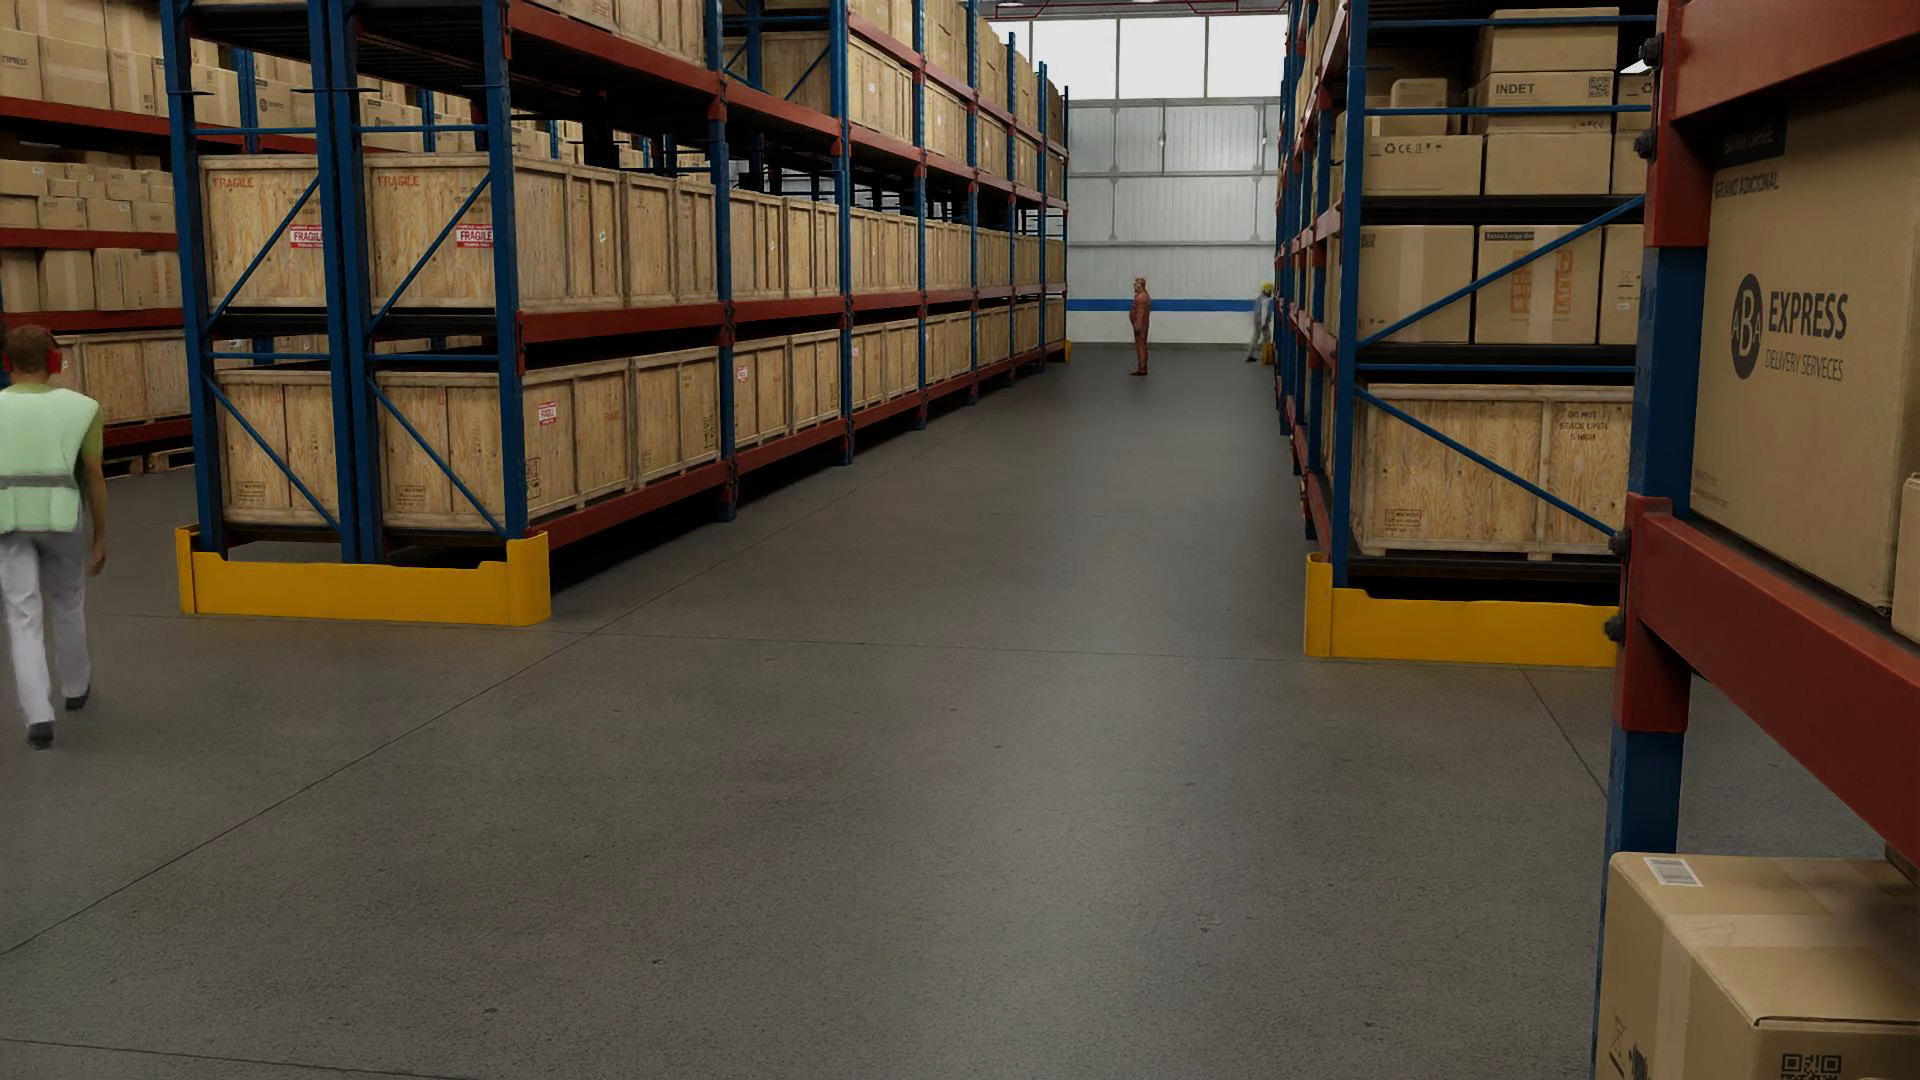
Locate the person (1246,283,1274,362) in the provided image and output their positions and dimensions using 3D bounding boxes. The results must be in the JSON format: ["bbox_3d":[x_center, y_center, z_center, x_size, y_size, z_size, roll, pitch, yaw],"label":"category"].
[{"bbox_3d":[6.842,-4.859,37.222,0.919,1.770,0.713,-1,9,-7],"label":"person"}]

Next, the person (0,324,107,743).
[{"bbox_3d":[-4.067,-0.046,7.335,0.592,1.798,0.960,-5,10,-27],"label":"person"}]

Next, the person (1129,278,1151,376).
[{"bbox_3d":[3.512,-4.172,32.586,0.403,1.906,0.651,3,10,16],"label":"person"}]
